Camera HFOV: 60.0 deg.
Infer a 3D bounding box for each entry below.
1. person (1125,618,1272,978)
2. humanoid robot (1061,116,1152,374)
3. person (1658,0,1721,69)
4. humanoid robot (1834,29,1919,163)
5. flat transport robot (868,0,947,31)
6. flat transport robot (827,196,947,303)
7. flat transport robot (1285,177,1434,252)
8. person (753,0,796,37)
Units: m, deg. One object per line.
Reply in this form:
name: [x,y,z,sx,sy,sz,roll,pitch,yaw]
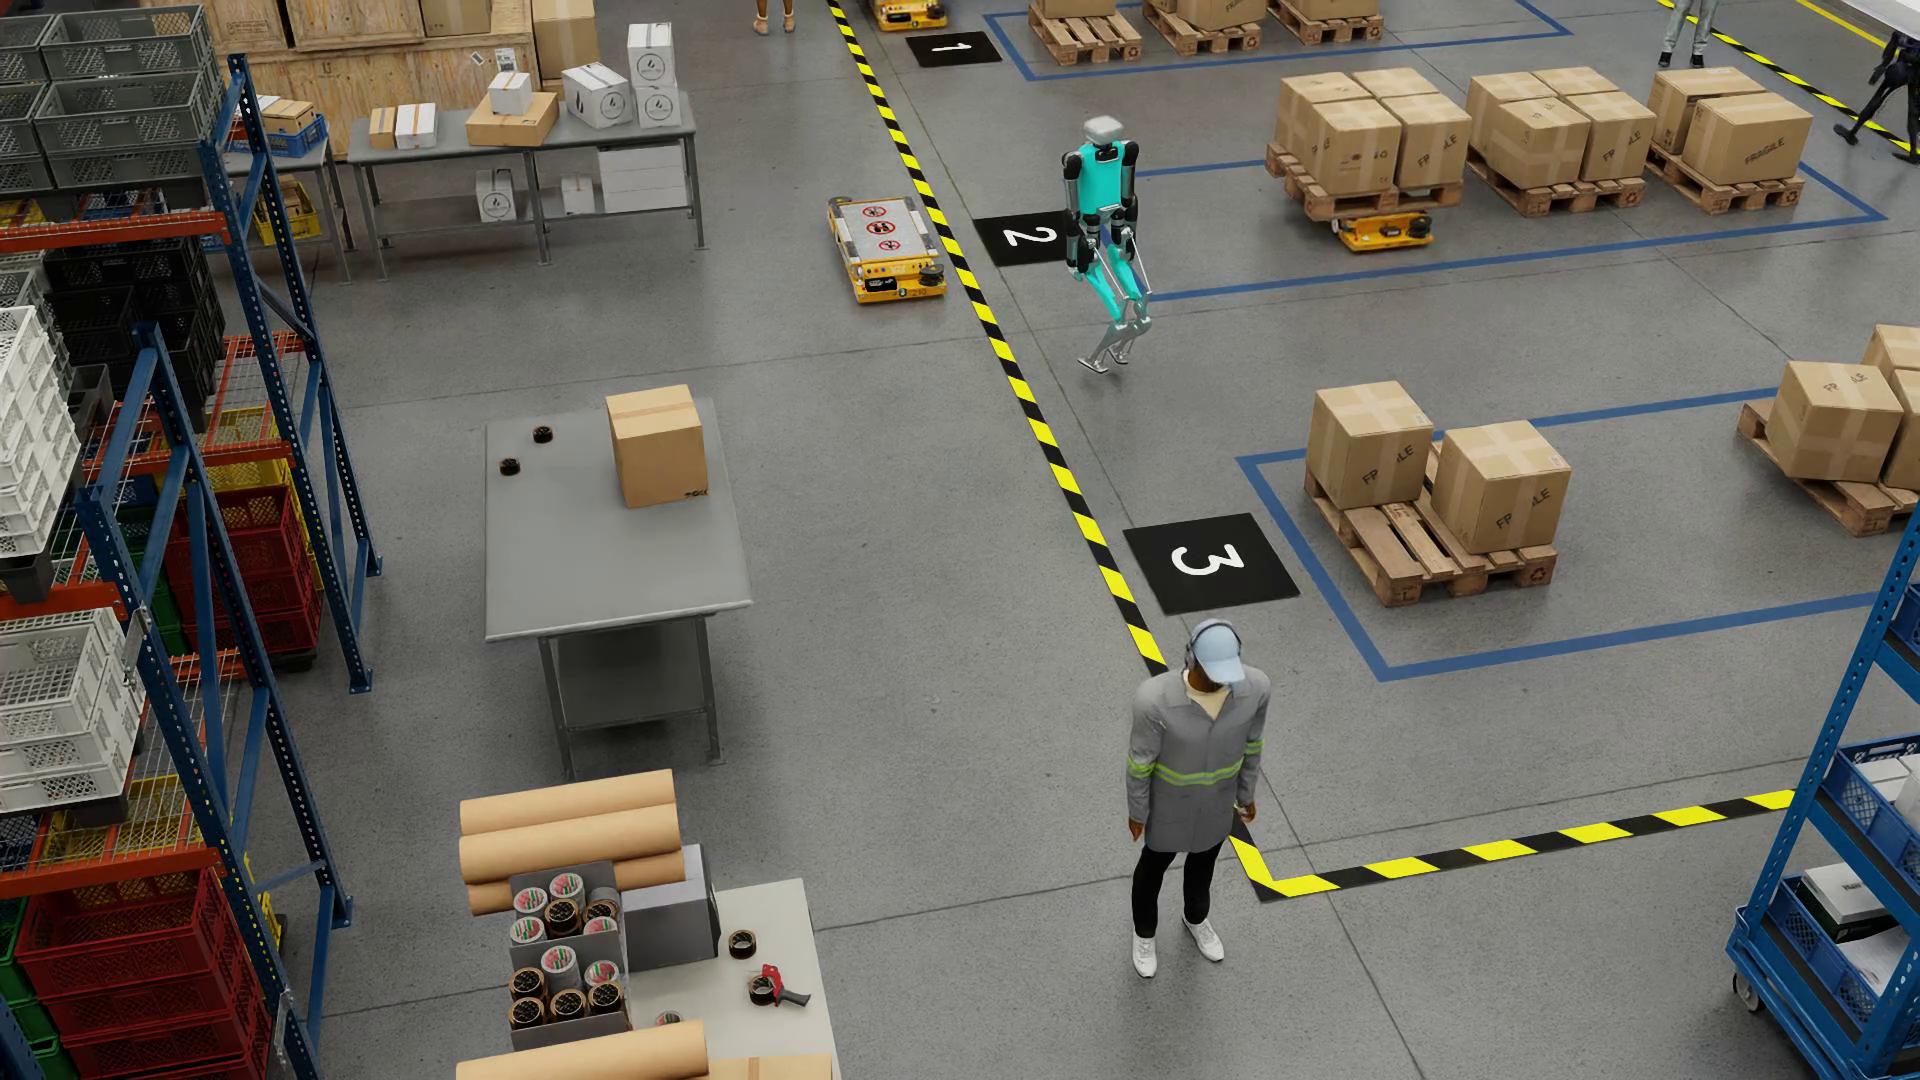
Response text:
person: [0.957,1.057,6.807,0.587,1.853,0.378,-9,38,-12]
humanoid robot: [1.002,-1.816,10.656,0.533,1.673,0.735,-17,40,-22]
person: [6.894,-5.264,15.321,0.593,1.826,0.403,9,38,12]
humanoid robot: [7.854,-3.986,13.765,0.589,1.621,0.777,-15,39,-19]
flat transport robot: [-0.602,-5.561,17.004,0.652,0.197,1.431,-8,37,-10]
flat transport robot: [-0.570,-2.220,12.538,0.659,0.231,1.431,-8,37,-10]
flat transport robot: [3.146,-2.708,13.171,0.652,0.197,1.431,-8,37,-10]
person: [-1.852,-5.887,15.977,0.611,2.047,0.361,-10,38,-13]
